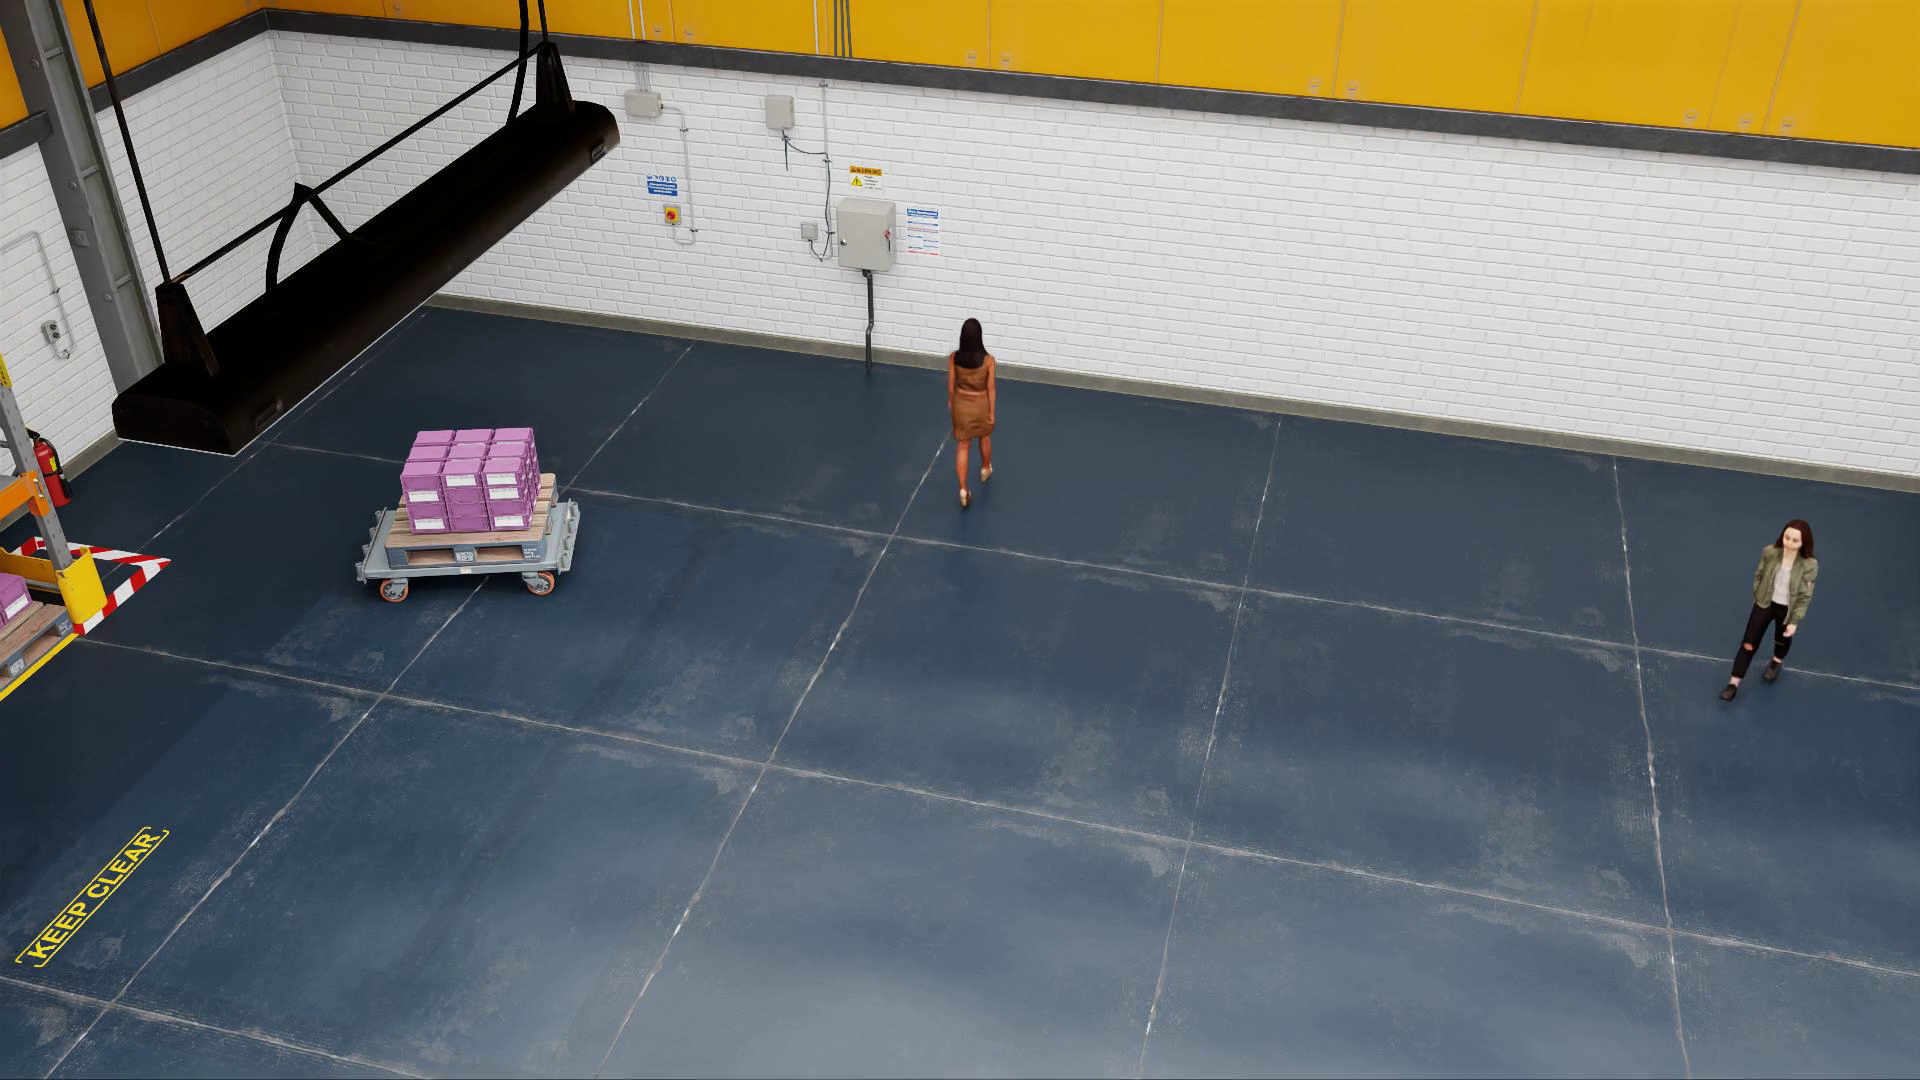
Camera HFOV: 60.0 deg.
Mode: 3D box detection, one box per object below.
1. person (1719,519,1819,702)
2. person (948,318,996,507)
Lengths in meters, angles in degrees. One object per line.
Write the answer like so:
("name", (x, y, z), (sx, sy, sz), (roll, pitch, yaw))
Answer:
("person", (5.910, 0.477, 11.943), (0.875, 1.434, 1.088), (26, 42, 33))
("person", (0.077, -1.050, 14.036), (0.598, 1.658, 0.889), (7, 34, 11))
